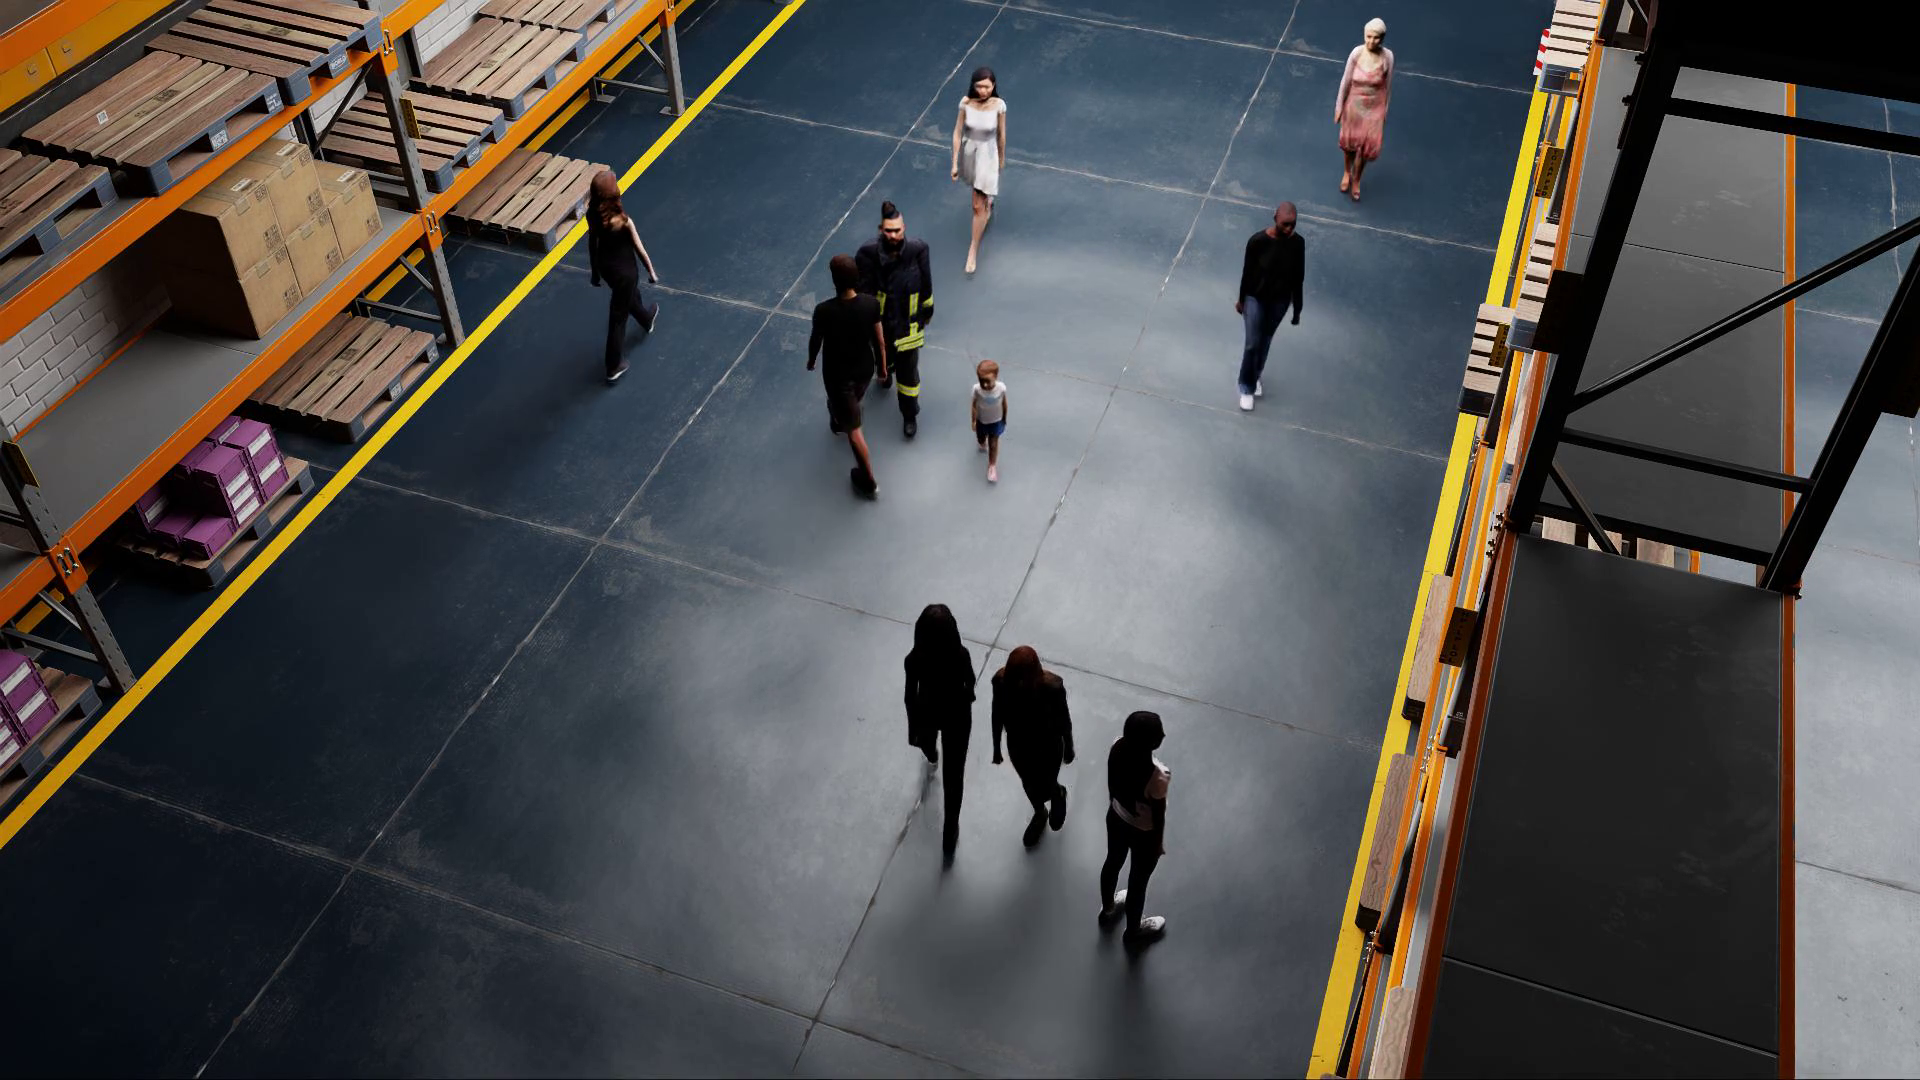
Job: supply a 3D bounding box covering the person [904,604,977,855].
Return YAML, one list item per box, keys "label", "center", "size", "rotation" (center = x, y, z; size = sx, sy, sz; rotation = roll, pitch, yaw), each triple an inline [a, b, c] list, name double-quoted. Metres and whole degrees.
- label: "person"
  center: [-0.094, 1.125, 9.606]
  size: [0.905, 1.687, 1.235]
  rotation: [-2, 44, -2]

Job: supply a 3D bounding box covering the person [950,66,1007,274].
- label: "person"
  center: [0.173, -3.246, 14.172]
  size: [0.702, 1.718, 1.251]
  rotation: [9, 44, 9]

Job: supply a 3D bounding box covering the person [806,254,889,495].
- label: "person"
  center: [-0.763, -1.127, 11.888]
  size: [1.221, 1.800, 1.254]
  rotation: [-20, 47, -19]

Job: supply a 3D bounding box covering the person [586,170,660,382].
- label: "person"
  center: [-2.700, -2.005, 12.887]
  size: [0.639, 1.693, 1.108]
  rotation: [16, 46, 16]

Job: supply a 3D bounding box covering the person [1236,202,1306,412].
- label: "person"
  center: [2.338, -1.884, 12.730]
  size: [0.776, 1.735, 0.856]
  rotation: [-2, 44, -2]

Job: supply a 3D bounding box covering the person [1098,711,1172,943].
- label: "person"
  center: [0.940, 1.570, 9.075]
  size: [0.699, 1.775, 0.671]
  rotation: [-26, 49, -25]

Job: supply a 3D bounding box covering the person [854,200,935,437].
- label: "person"
  center: [-0.500, -1.773, 12.542]
  size: [1.046, 1.834, 1.260]
  rotation: [-2, 44, -2]

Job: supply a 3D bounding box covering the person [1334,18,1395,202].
- label: "person"
  center: [3.614, -3.902, 14.891]
  size: [0.636, 1.676, 0.691]
  rotation: [11, 45, 11]

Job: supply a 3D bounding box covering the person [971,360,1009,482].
- label: "person"
  center: [0.209, -0.940, 12.269]
  size: [0.563, 1.004, 0.726]
  rotation: [-2, 44, -3]

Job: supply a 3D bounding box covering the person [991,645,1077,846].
- label: "person"
  center: [0.458, 1.096, 9.638]
  size: [0.663, 1.684, 0.685]
  rotation: [13, 45, 14]
